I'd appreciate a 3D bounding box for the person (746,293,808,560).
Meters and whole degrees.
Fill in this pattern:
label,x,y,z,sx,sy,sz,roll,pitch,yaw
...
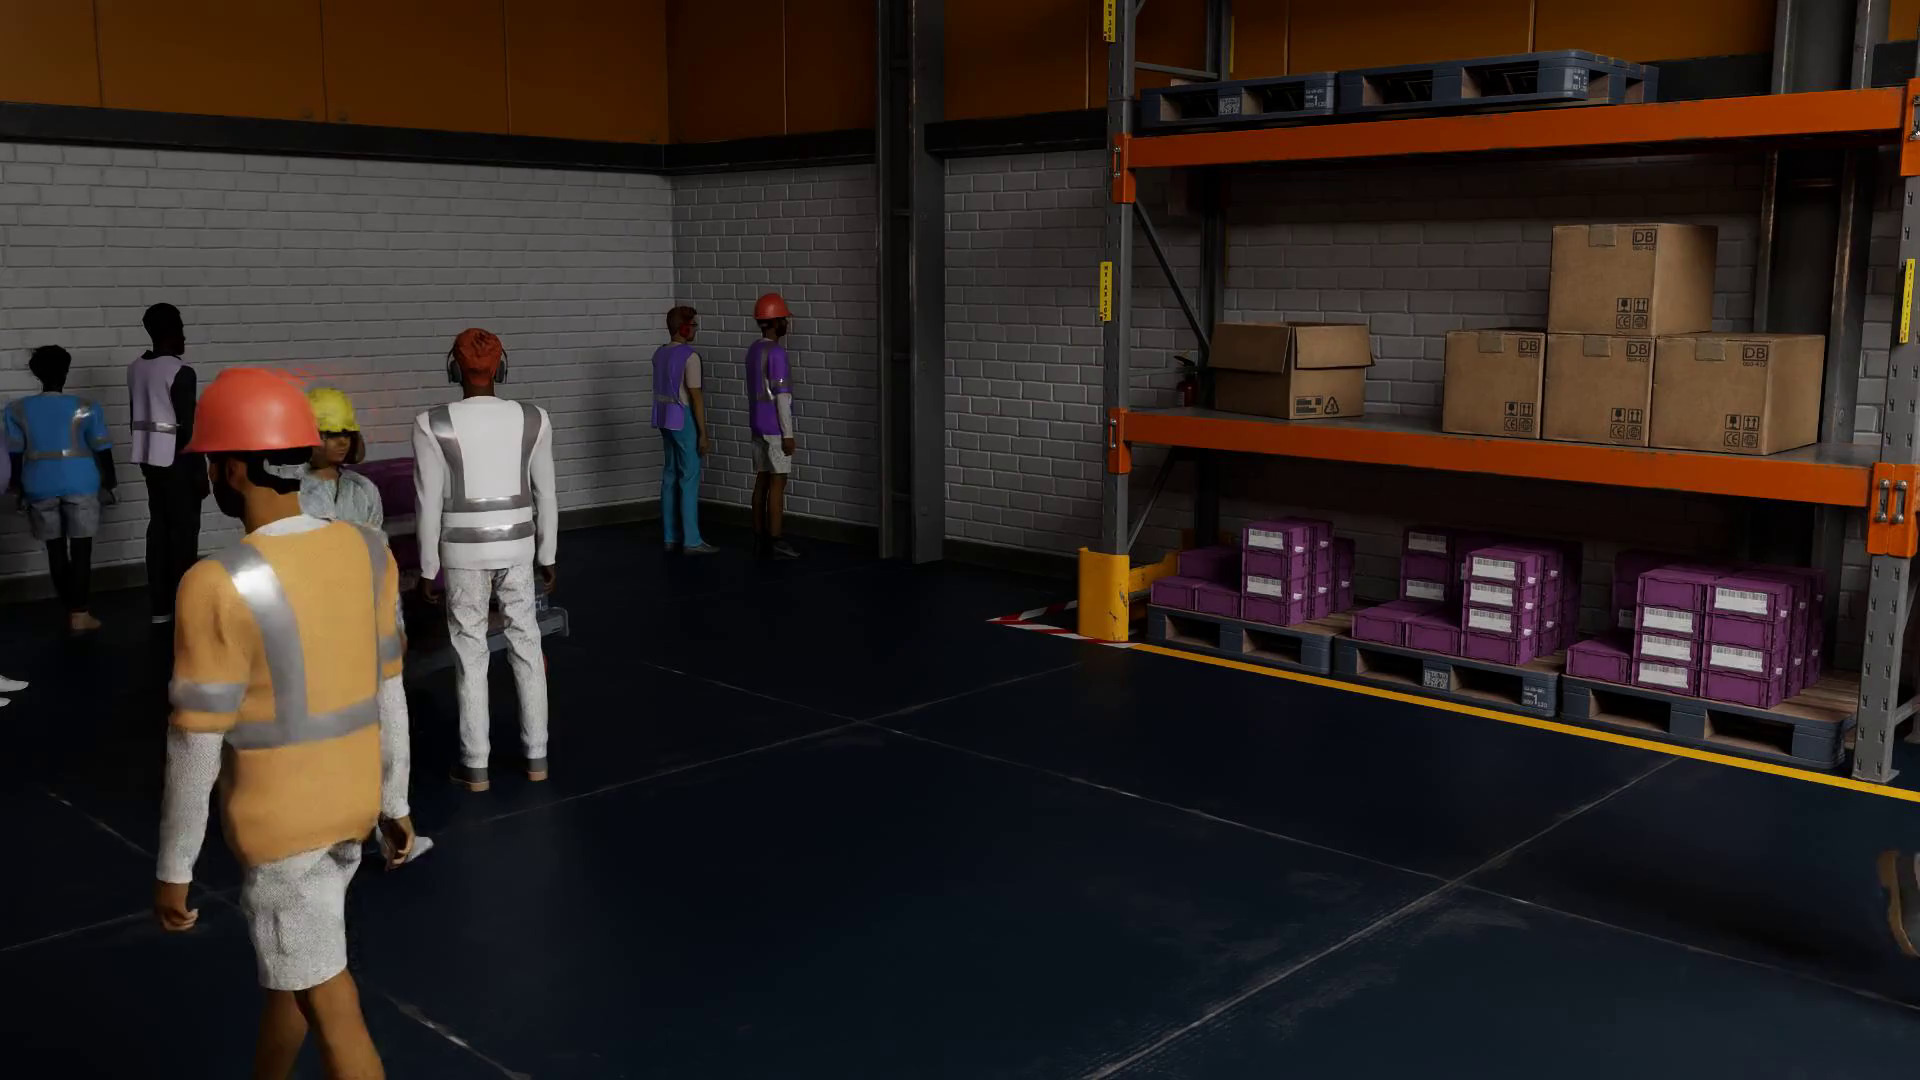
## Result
label,x,y,z,sx,sy,sz,roll,pitch,yaw
person,-1.360,-0.825,12.176,0.350,1.942,0.545,-6,11,-32

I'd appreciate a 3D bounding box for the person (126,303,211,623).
label,x,y,z,sx,sy,sz,roll,pitch,yaw
person,-4.675,-0.437,9.860,0.595,1.921,0.386,6,11,32

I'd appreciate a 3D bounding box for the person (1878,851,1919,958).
label,x,y,z,sx,sy,sz,roll,pitch,yaw
person,2.864,0.417,4.507,0.645,1.961,0.714,-5,10,-27

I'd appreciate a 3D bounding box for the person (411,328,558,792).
label,x,y,z,sx,sy,sz,roll,pitch,yaw
person,-1.925,0.081,6.794,0.584,1.882,0.336,-6,11,-32

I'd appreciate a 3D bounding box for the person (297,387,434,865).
label,x,y,z,sx,sy,sz,roll,pitch,yaw
person,-2.181,0.312,5.907,0.903,1.692,0.507,5,10,28

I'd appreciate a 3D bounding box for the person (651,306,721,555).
label,x,y,z,sx,sy,sz,roll,pitch,yaw
person,-2.076,-0.810,12.370,0.389,1.846,0.567,-8,13,-42

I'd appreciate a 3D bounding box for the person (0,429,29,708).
label,x,y,z,sx,sy,sz,roll,pitch,yaw
person,-4.825,-0.138,8.087,0.407,1.902,0.639,-3,10,-15

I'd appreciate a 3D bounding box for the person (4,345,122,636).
label,x,y,z,sx,sy,sz,roll,pitch,yaw
person,-5.199,-0.288,9.675,0.559,1.683,0.448,-2,10,-14

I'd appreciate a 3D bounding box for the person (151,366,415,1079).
label,x,y,z,sx,sy,sz,roll,pitch,yaw
person,-1.560,0.586,3.621,0.875,1.905,0.570,3,10,17
